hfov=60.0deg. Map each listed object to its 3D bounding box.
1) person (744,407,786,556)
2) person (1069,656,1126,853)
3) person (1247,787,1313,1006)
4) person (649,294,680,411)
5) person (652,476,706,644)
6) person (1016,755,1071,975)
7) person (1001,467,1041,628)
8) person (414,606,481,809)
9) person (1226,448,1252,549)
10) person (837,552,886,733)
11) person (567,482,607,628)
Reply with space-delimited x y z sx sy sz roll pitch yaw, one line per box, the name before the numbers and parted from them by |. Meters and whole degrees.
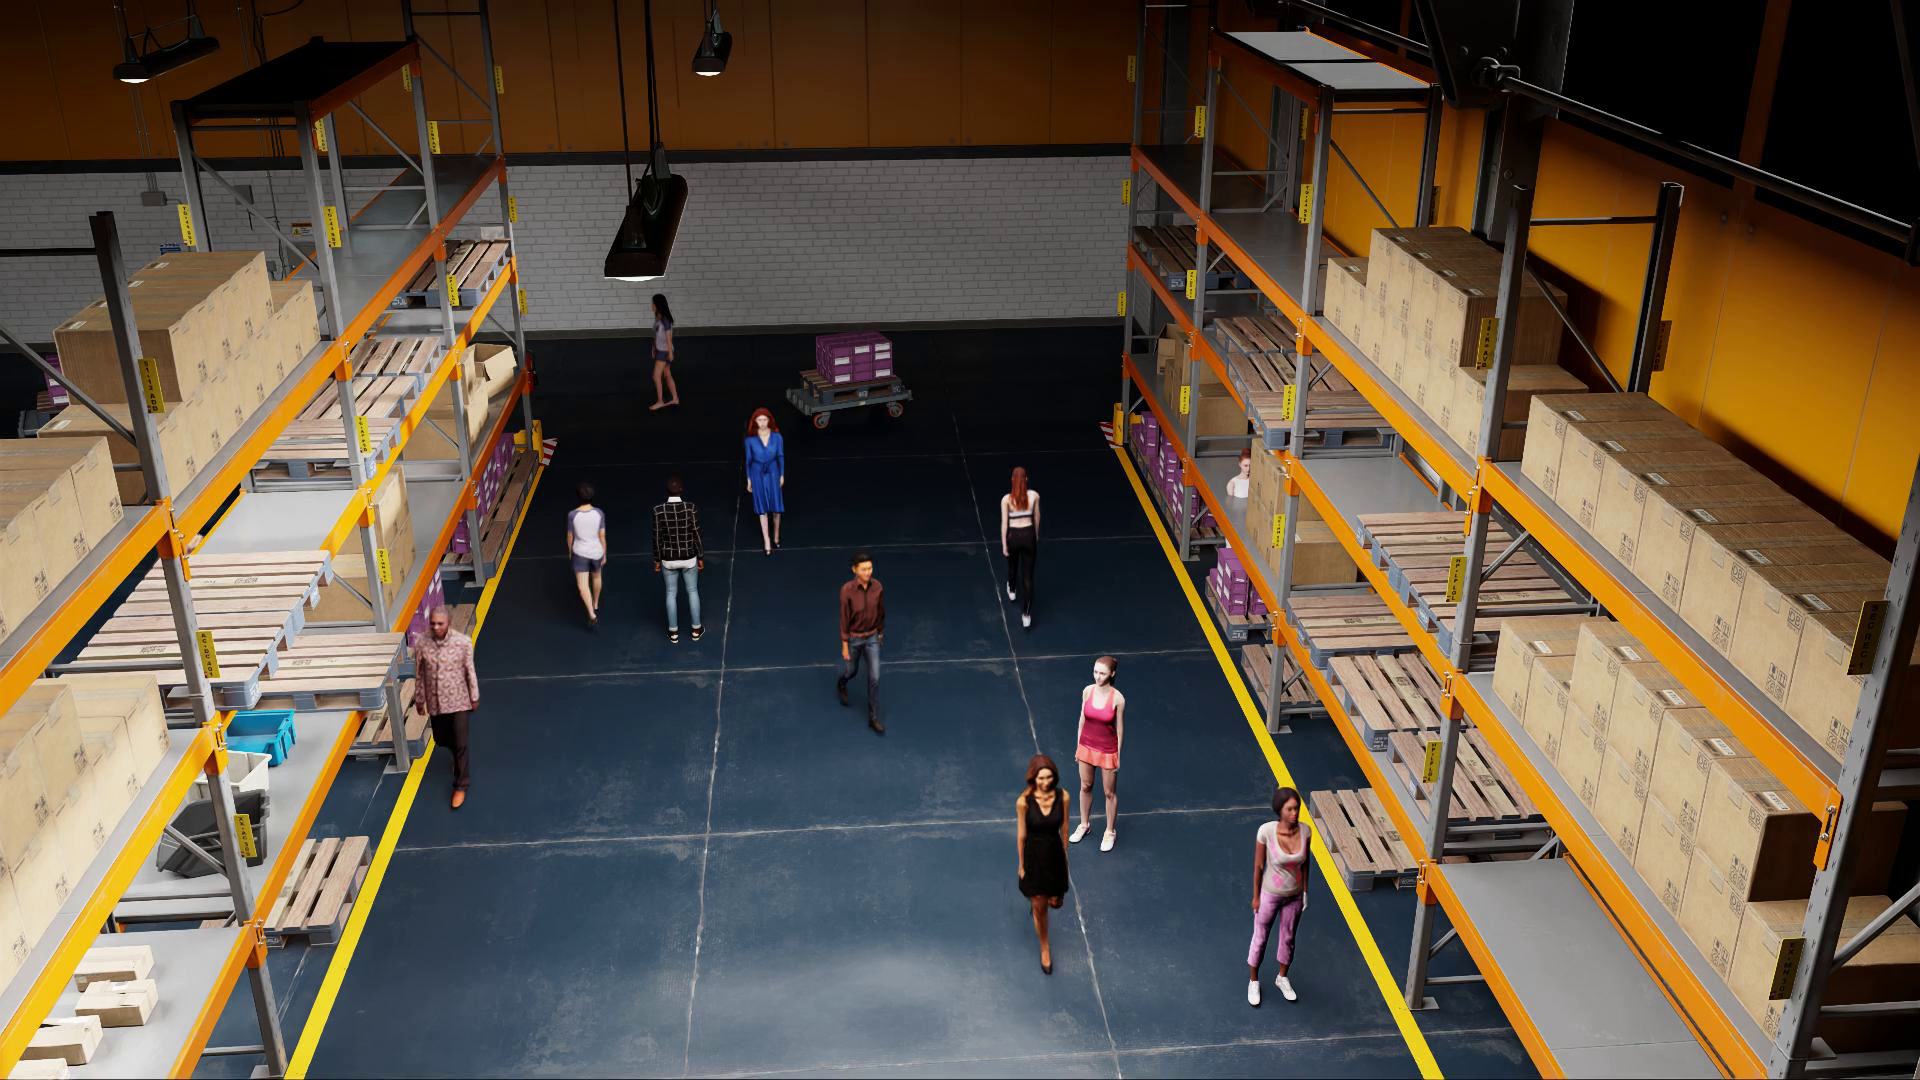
person | -2.265 -0.709 19.361 0.603 1.819 0.633 -3 24 -6
person | 1.165 1.746 13.826 0.667 1.754 0.705 12 26 25
person | 2.304 2.556 11.995 0.577 1.737 0.527 -4 24 -8
person | -4.229 -2.746 24.183 0.817 1.690 0.785 -13 27 -26
person | -2.929 0.194 17.293 0.692 1.820 0.572 -5 24 -10
person | 0.582 2.357 12.345 0.617 1.821 0.832 -5 24 -12
person | 0.673 0.100 17.676 0.612 1.686 1.192 -2 24 -5
person | -4.493 1.367 14.643 0.791 1.794 1.117 1 24 2
person | 3.073 -0.155 18.126 0.577 1.793 0.537 -5 24 -12
person | -0.978 0.912 15.736 0.889 1.753 1.179 -10 26 -22
person | -3.952 0.166 17.722 0.780 1.529 1.081 -10 25 -21
